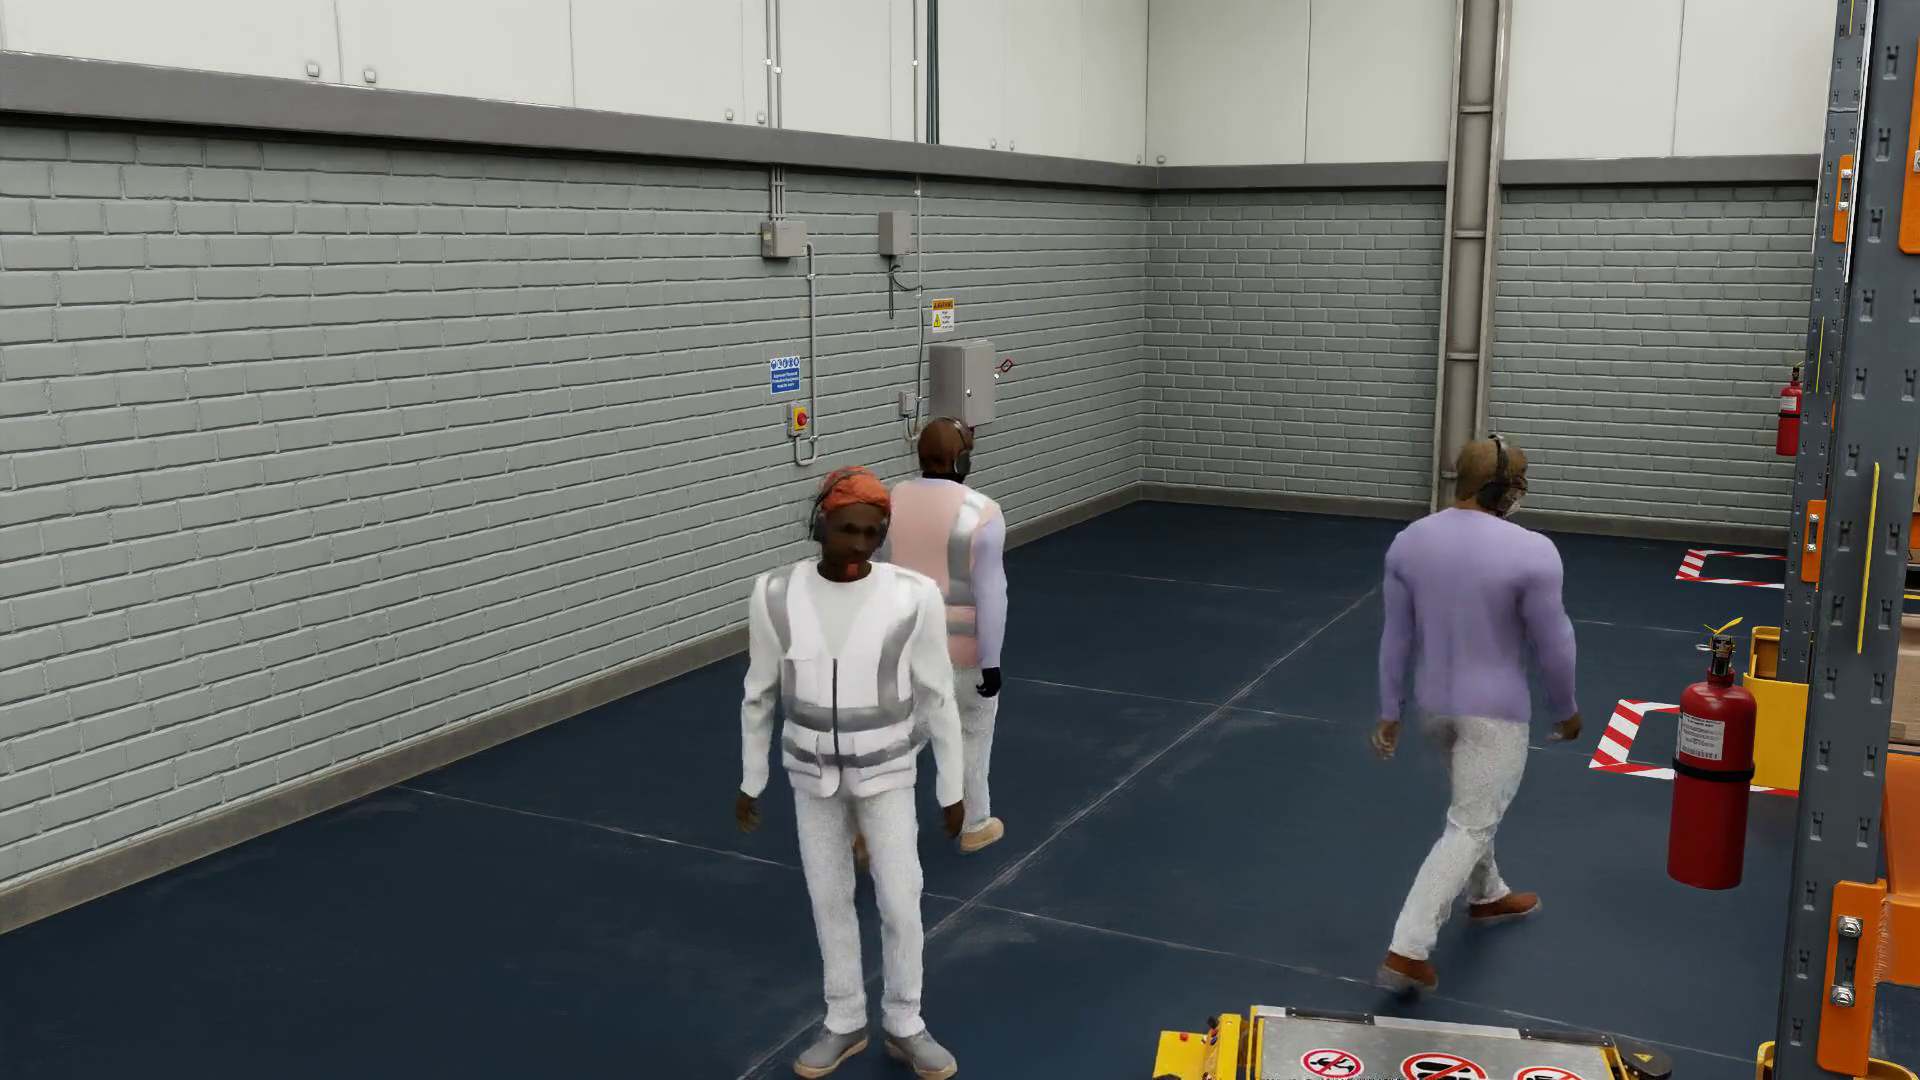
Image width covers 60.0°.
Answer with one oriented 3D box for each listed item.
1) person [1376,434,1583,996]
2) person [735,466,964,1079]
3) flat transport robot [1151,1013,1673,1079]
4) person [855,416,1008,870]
[{"bbox_3d":[1.735,0.566,5.661,1.043,1.867,0.617,-7,13,-34],"label":"person"},{"bbox_3d":[-0.319,0.704,4.891,0.655,1.868,0.365,2,11,10],"label":"person"},{"bbox_3d":[1.247,1.555,4.592,1.431,0.197,0.652,2,11,12],"label":"flat transport robot"},{"bbox_3d":[-0.111,0.420,6.571,0.631,1.820,0.819,6,12,31],"label":"person"}]
